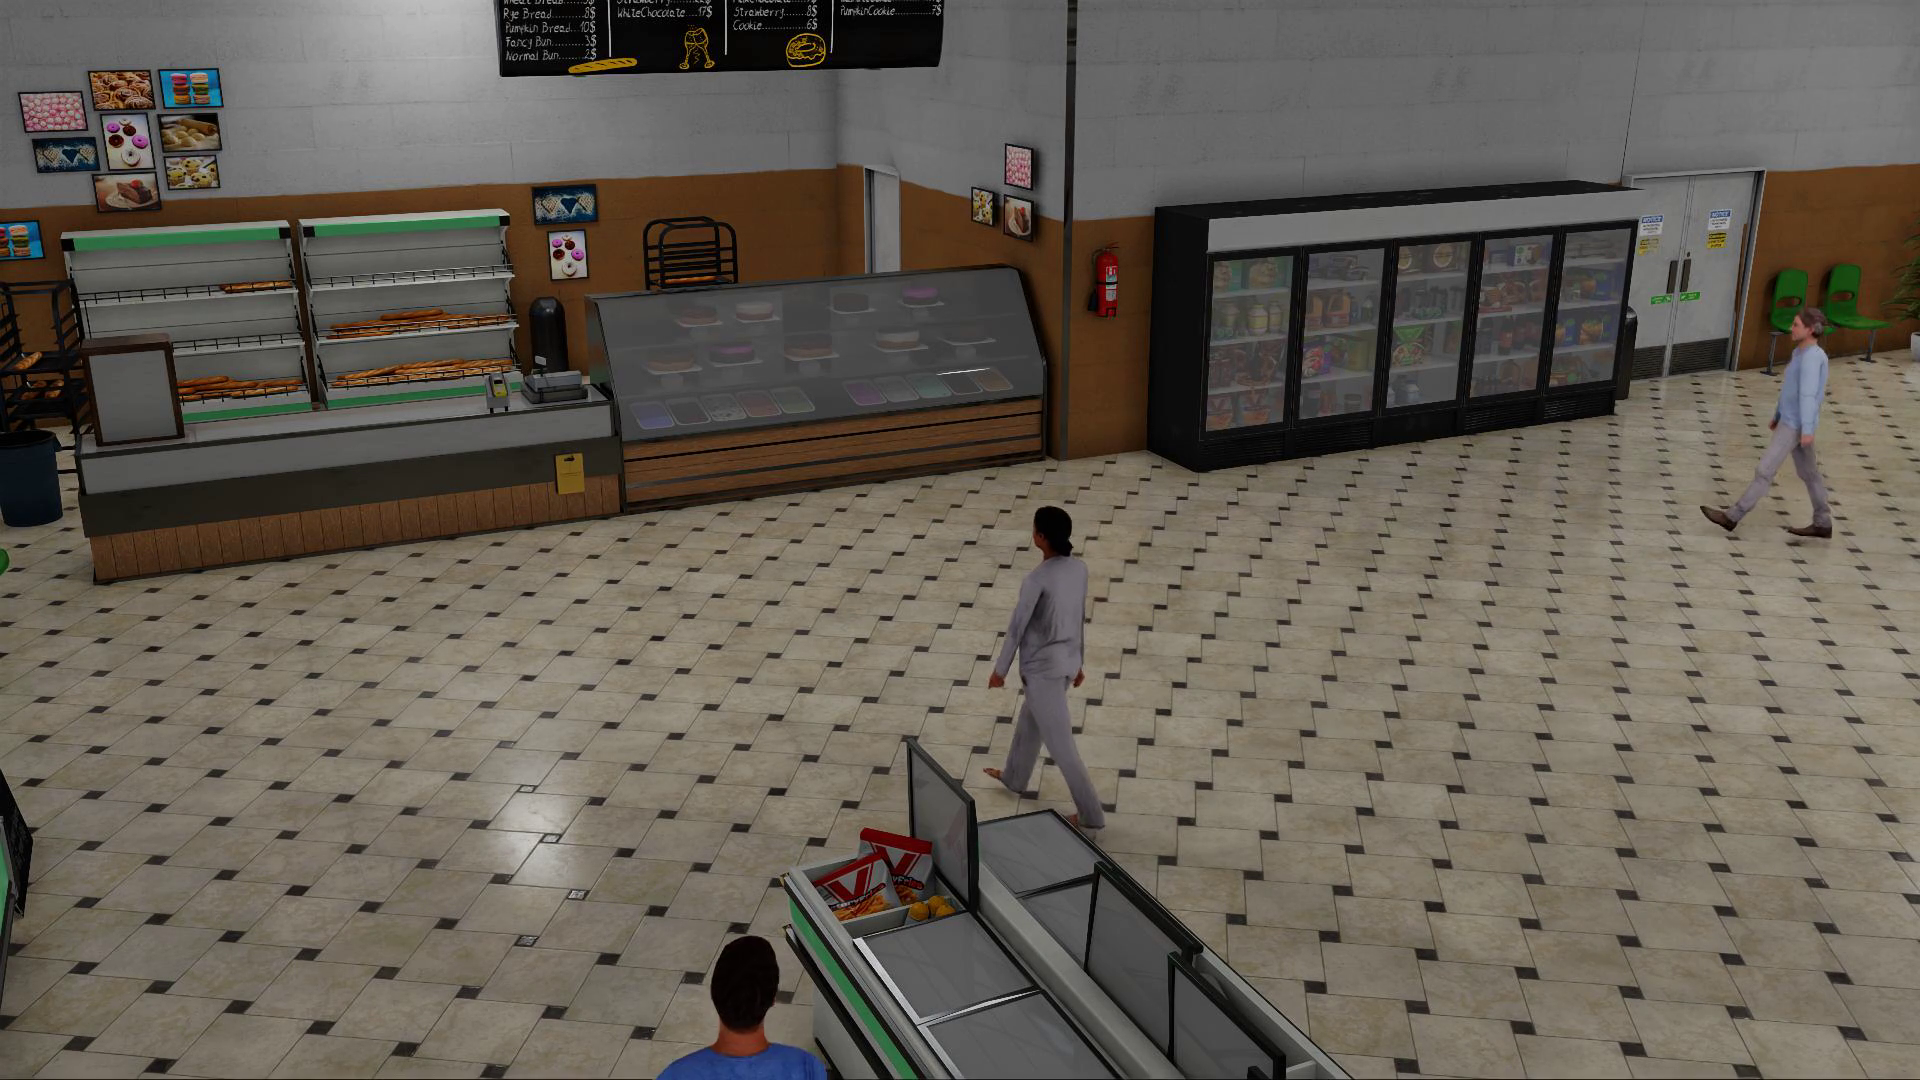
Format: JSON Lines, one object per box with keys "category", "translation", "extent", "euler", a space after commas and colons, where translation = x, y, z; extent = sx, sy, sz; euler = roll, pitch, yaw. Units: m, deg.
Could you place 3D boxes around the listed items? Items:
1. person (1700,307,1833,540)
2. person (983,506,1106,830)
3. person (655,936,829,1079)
{"category": "person", "translation": [6.657, -0.858, 13.046], "extent": [1.288, 1.836, 1.193], "euler": [8, 20, 22]}
{"category": "person", "translation": [0.529, 0.701, 8.639], "extent": [1.218, 1.698, 0.968], "euler": [15, 24, 38]}
{"category": "person", "translation": [-0.587, 2.024, 4.537], "extent": [0.636, 1.811, 1.251], "euler": [-8, 20, -23]}
